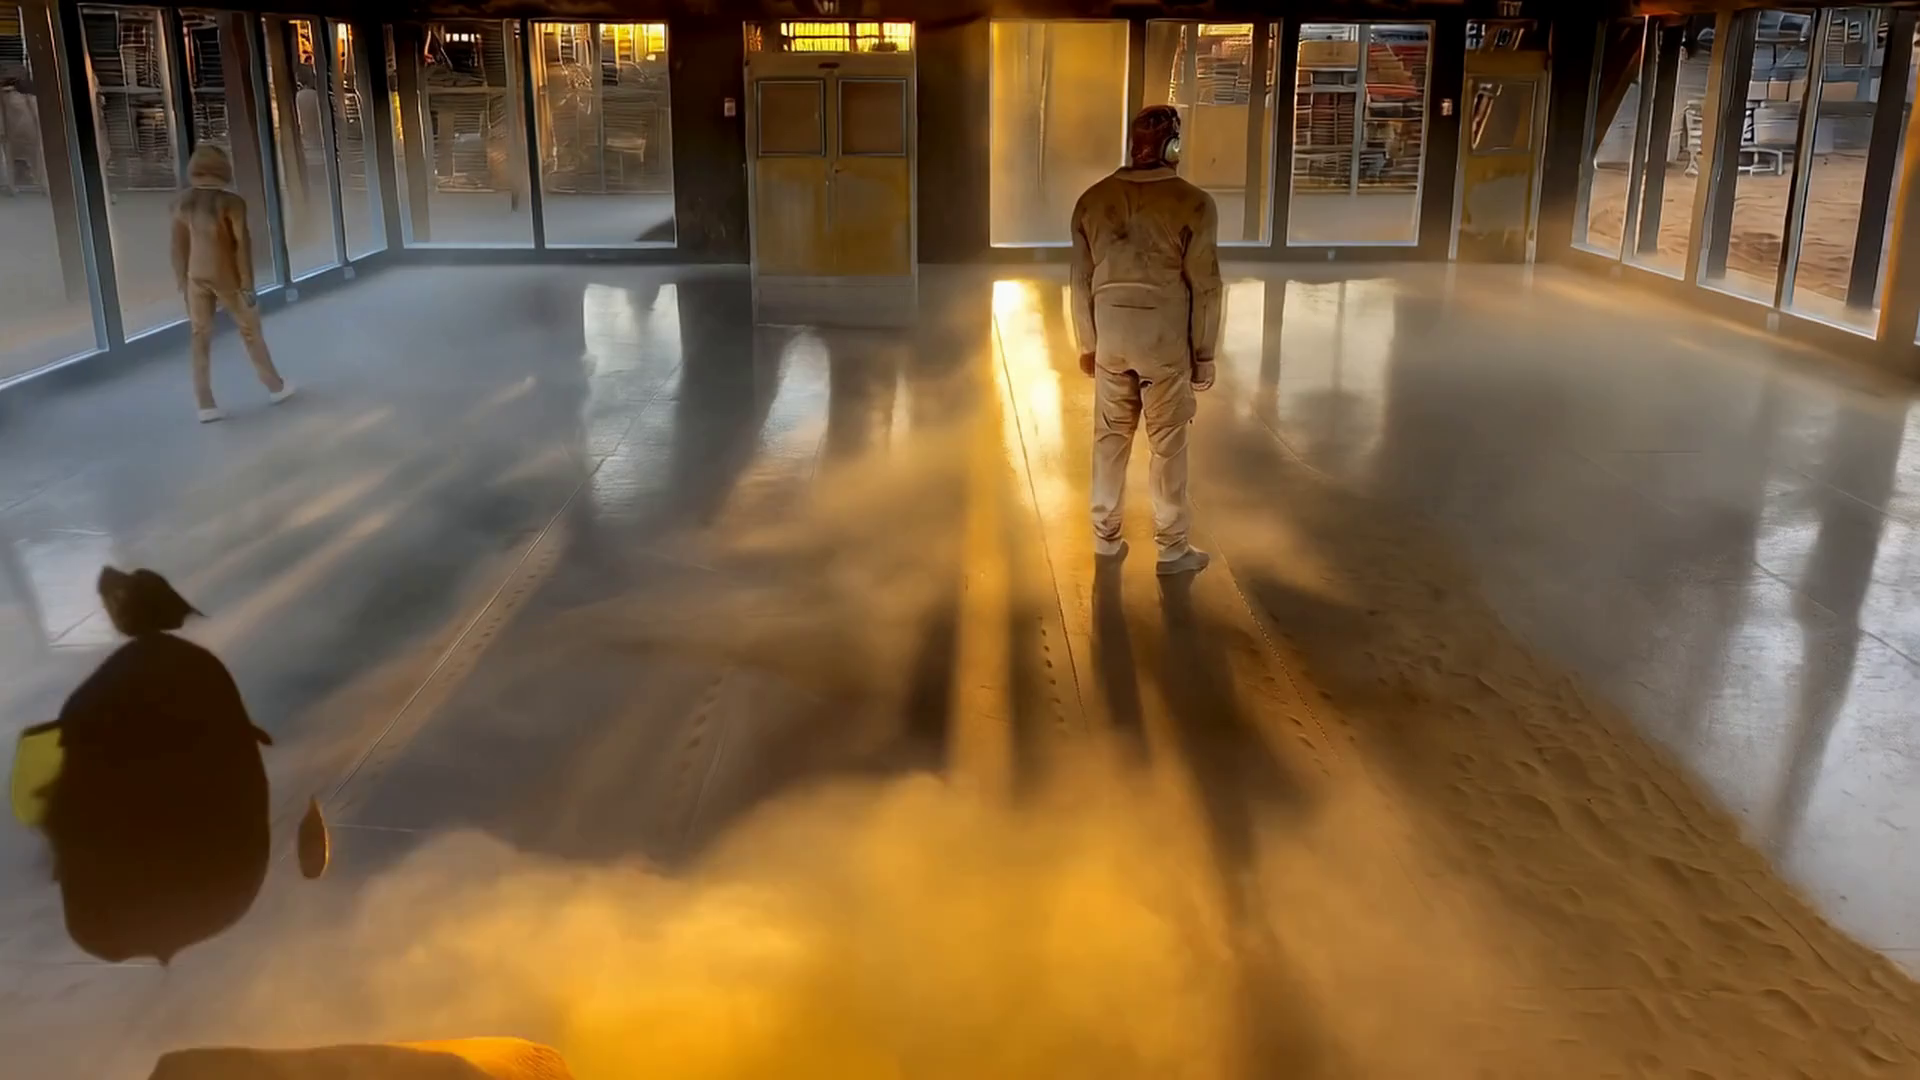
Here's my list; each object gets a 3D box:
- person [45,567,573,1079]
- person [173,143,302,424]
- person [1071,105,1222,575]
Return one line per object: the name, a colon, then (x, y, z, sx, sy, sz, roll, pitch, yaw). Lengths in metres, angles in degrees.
person: (-0.472, 0.905, 1.121, 0.513, 1.864, 0.320, -11, 19, -32)
person: (-4.318, -1.524, 9.822, 0.523, 1.585, 0.825, 4, 17, 13)
person: (0.779, -0.811, 6.866, 0.642, 1.909, 0.399, 10, 19, 31)
